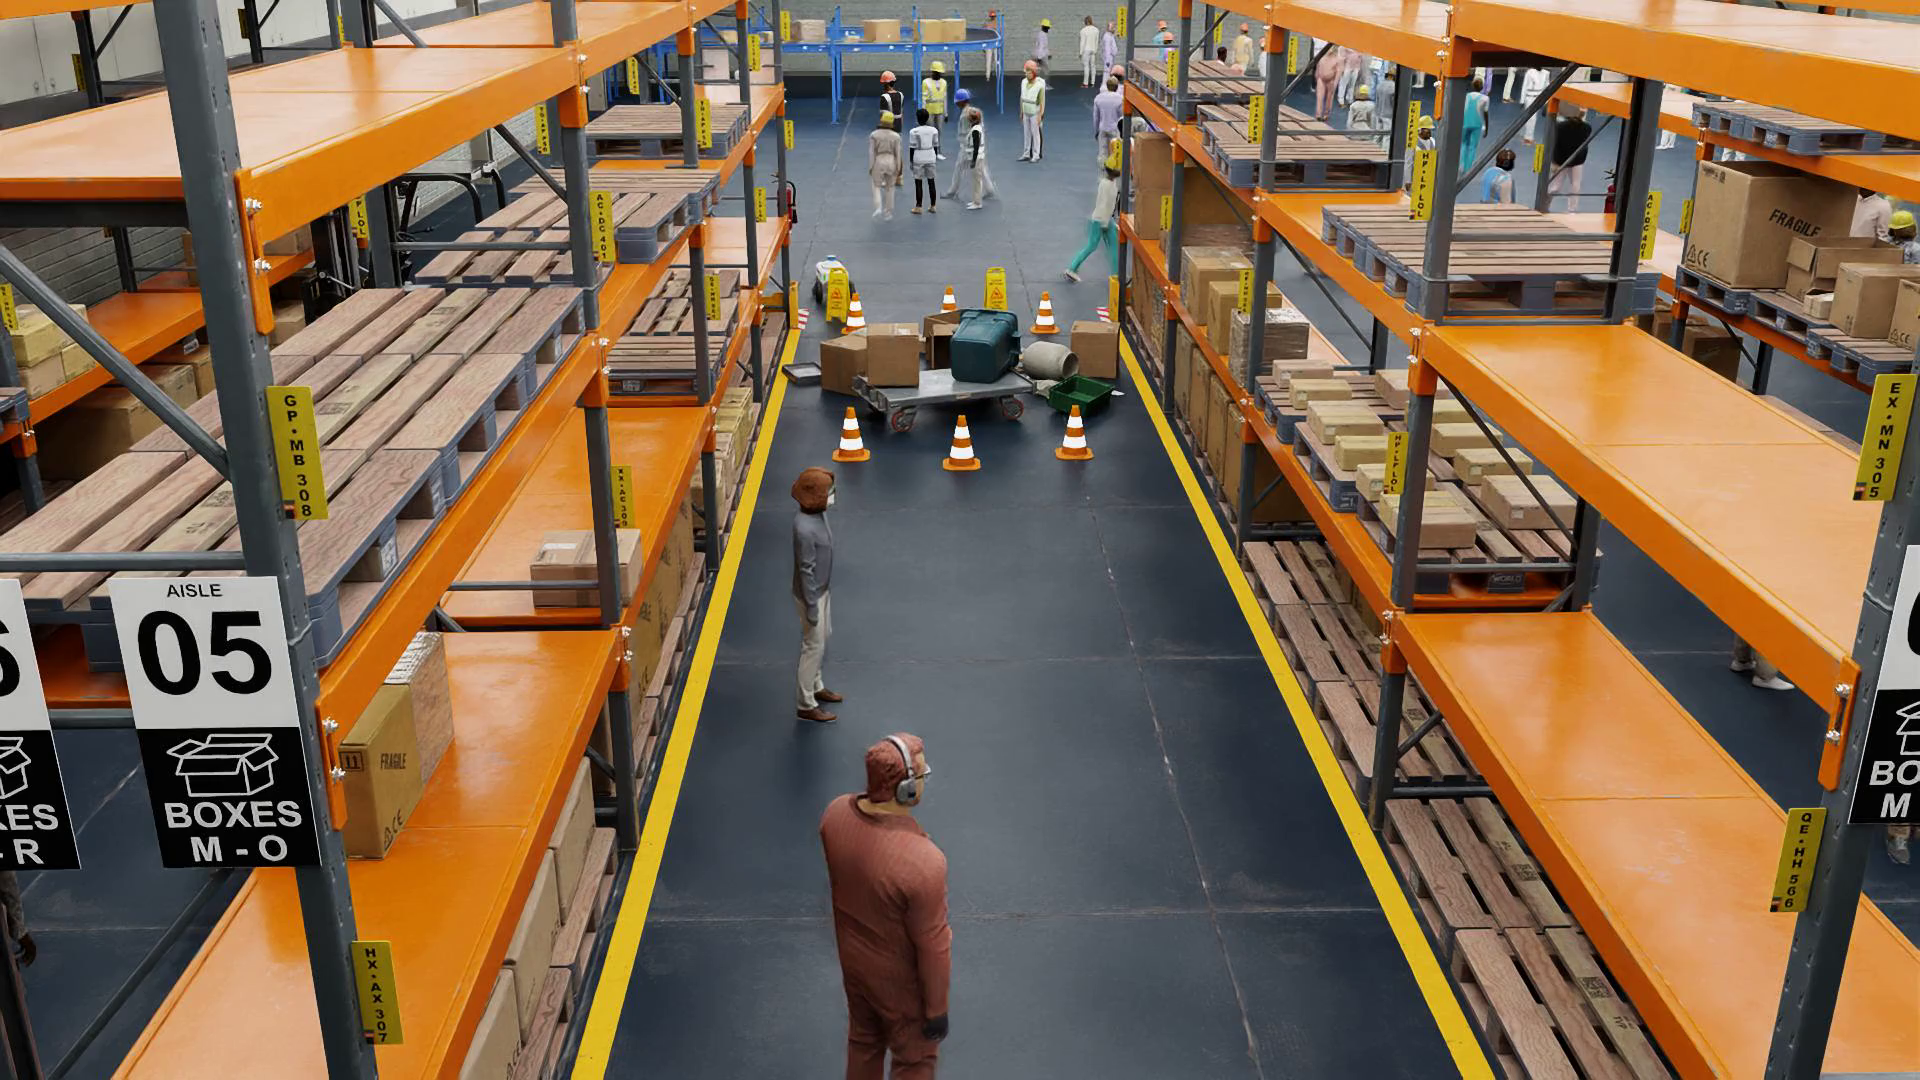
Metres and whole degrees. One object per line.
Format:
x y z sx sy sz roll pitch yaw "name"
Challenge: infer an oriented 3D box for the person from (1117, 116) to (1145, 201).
2.922 -6.660 28.391 0.494 1.729 0.324 8 22 20 "person"

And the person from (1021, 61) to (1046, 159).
1.433 -8.568 33.173 0.548 1.924 0.396 13 24 31 "person"

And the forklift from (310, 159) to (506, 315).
-5.622 -2.910 17.832 2.313 2.155 1.214 -1 21 -1 "forklift"

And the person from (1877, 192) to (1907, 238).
13.586 -5.104 24.166 0.527 1.805 0.581 7 22 18 "person"

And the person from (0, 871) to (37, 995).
-3.843 1.559 6.376 0.379 1.937 0.547 17 26 37 "person"

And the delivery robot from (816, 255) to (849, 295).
-1.632 -3.394 21.261 0.477 0.478 0.707 -4 21 -10 "delivery robot"

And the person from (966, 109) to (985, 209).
0.254 -6.336 27.658 0.309 1.641 0.513 0 21 1 "person"

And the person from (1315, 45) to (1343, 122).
8.619 -10.750 39.064 0.652 1.830 1.007 8 22 21 "person"

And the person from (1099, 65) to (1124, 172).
2.885 -7.907 31.298 0.637 2.003 0.865 -6 22 -16 "person"

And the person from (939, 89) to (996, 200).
0.159 -6.744 28.418 0.994 1.888 0.625 2 21 6 "person"

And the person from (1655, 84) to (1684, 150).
14.779 -8.955 34.585 0.525 1.637 0.307 -12 24 -29 "person"

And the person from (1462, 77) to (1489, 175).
9.580 -7.682 30.966 0.534 1.816 0.773 12 24 30 "person"

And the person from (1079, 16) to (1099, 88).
3.608 -13.732 46.794 0.629 1.940 0.373 -14 25 -33 "person"

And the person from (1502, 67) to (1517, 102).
14.364 -12.311 43.154 0.328 1.861 0.507 1 21 4 "person"

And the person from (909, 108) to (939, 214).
-0.592 -6.190 27.205 0.536 1.693 0.320 -11 23 -27 "person"

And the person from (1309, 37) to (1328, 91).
9.864 -13.202 45.478 0.626 1.869 0.966 2 21 6 "person"

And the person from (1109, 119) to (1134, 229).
2.525 -5.715 25.934 0.316 1.698 0.541 19 28 40 "person"

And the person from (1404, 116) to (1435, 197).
6.930 -5.455 25.061 0.590 1.833 0.404 -14 25 -32 "person"

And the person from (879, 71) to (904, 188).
-1.252 -7.340 29.774 0.403 2.036 0.602 16 26 36 "person"

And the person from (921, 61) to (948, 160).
-0.496 -8.513 33.015 0.608 1.926 0.389 -16 26 -36 "person"

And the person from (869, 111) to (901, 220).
-1.191 -5.964 26.556 0.509 1.719 0.510 -2 21 -4 "person"

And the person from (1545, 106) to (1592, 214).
9.602 -5.988 26.285 0.607 1.972 0.853 -1 21 -3 "person"

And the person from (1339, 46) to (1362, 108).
9.818 -11.856 41.856 0.623 1.932 0.378 -10 23 -24 "person"

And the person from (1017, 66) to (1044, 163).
1.421 -8.386 32.788 0.389 1.847 0.563 -18 27 -40 "person"

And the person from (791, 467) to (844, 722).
-0.878 0.324 10.081 0.279 1.621 0.508 2 21 4 "person"

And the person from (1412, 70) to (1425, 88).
12.963 -13.538 46.713 0.380 1.625 0.554 -6 21 -15 "person"

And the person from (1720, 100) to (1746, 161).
13.651 -7.052 29.226 0.583 1.878 0.343 19 28 40 "person"

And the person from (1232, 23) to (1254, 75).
7.531 -12.832 44.491 0.995 1.896 0.547 -19 28 -40 "person"

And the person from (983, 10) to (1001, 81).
0.957 -14.480 48.707 0.619 1.985 0.406 -4 21 -9 "person"

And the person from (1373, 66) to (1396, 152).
8.182 -8.081 31.874 0.379 1.930 0.626 -10 23 -24 "person"

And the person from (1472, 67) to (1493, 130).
11.856 -10.292 37.753 0.394 1.908 0.595 -4 21 -12 "person"

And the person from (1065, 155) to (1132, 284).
1.861 -4.253 22.048 0.901 1.714 0.565 8 22 20 "person"

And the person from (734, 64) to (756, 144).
-4.559 -9.322 35.233 0.538 1.869 0.312 -17 26 -37 "person"

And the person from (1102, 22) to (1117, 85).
4.037 -12.987 44.889 0.400 1.900 0.636 3 21 7 "person"

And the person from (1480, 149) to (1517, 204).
6.971 -4.155 21.637 0.435 1.833 0.628 -2 21 -6 "person"

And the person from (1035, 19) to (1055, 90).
2.371 -13.444 46.092 0.737 1.889 0.578 -1 21 -3 "person"

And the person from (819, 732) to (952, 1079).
-0.247 1.600 6.326 0.405 1.902 0.660 -17 27 -38 "person"

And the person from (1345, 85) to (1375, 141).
7.277 -7.437 30.475 0.581 1.722 0.313 -2 21 -4 "person"

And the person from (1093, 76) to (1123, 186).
2.696 -7.323 29.851 0.635 1.937 0.353 11 23 26 "person"

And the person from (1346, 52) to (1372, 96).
10.662 -12.810 44.212 0.702 2.000 0.957 -19 28 -40 "person"

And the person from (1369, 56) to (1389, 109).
10.522 -11.819 41.776 0.389 1.911 0.591 -10 23 -24 "person"

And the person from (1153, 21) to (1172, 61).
5.319 -12.677 43.924 0.613 1.995 0.390 -12 24 -29 "person"

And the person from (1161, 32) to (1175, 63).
5.040 -11.361 40.527 0.354 1.938 0.544 7 22 17 "person"

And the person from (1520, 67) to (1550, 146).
12.158 -9.222 34.972 0.611 1.862 0.675 -8 22 -21 "person"
